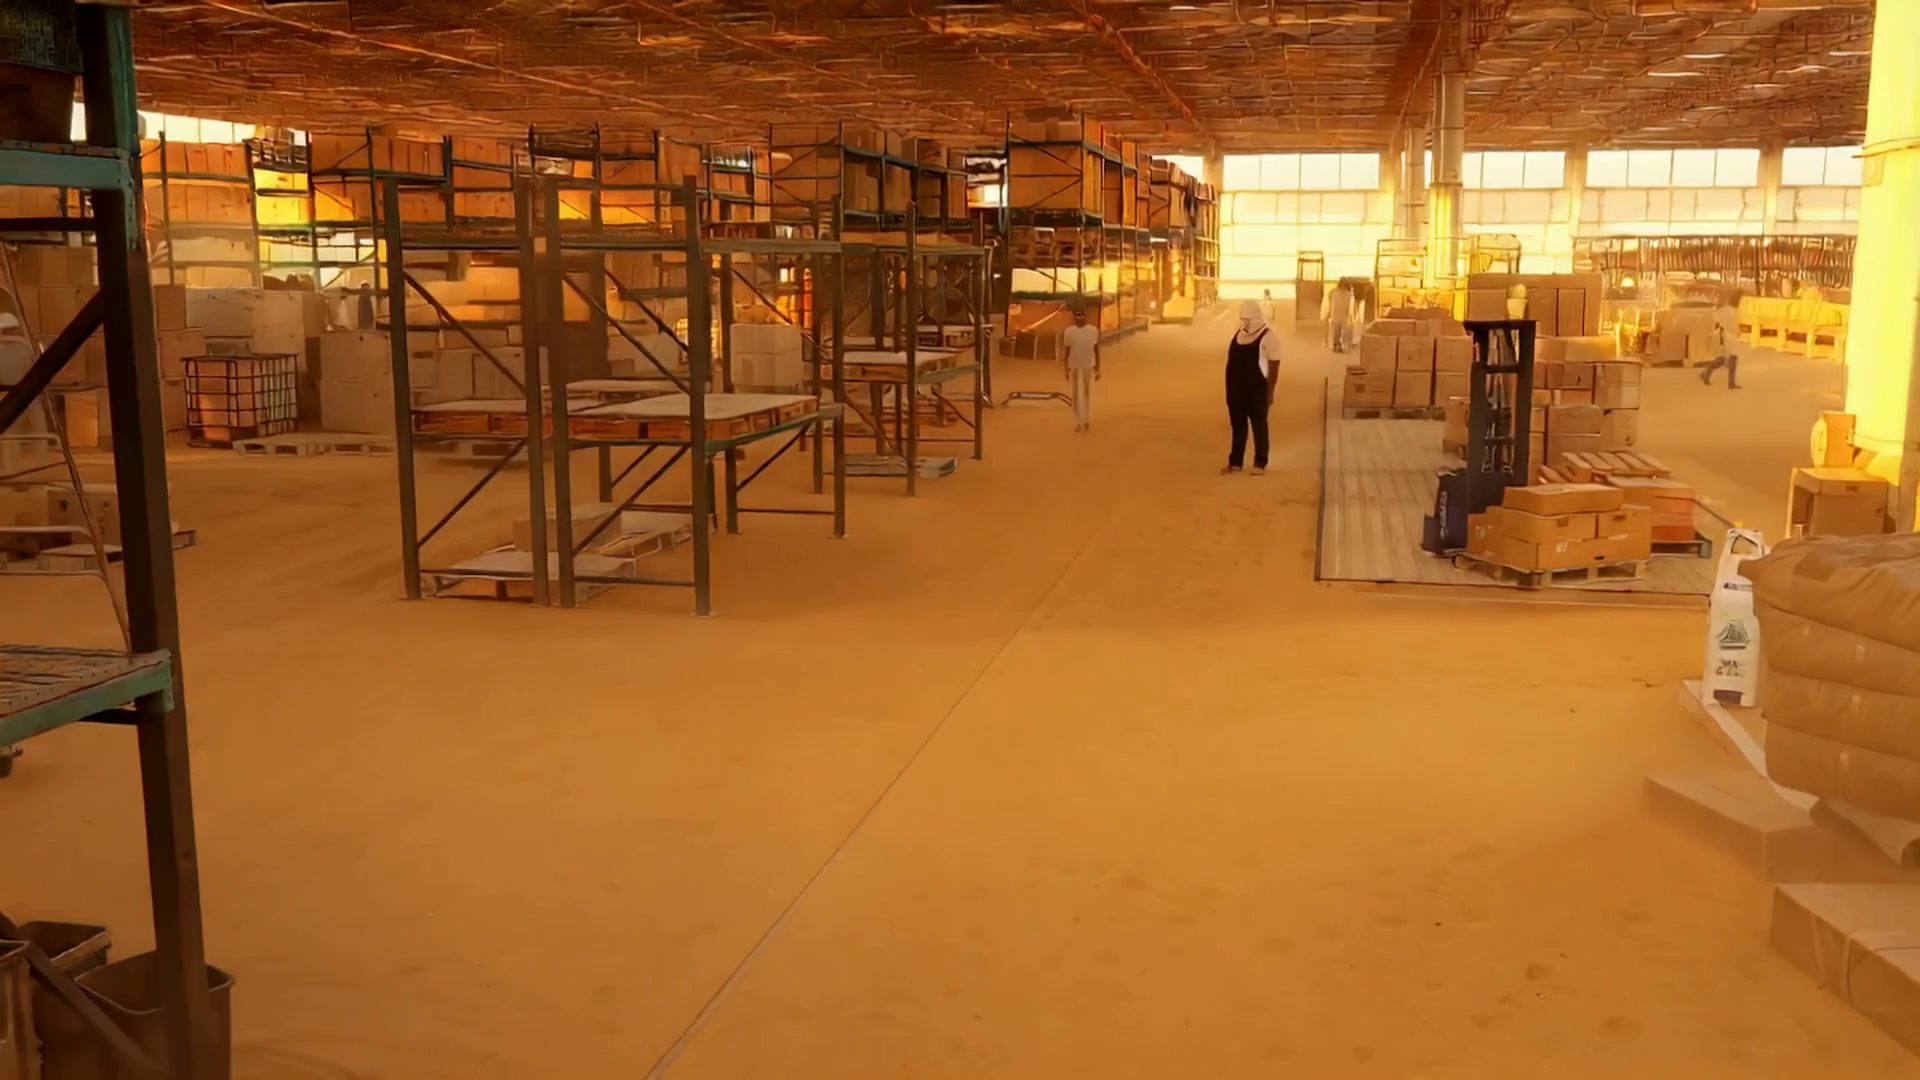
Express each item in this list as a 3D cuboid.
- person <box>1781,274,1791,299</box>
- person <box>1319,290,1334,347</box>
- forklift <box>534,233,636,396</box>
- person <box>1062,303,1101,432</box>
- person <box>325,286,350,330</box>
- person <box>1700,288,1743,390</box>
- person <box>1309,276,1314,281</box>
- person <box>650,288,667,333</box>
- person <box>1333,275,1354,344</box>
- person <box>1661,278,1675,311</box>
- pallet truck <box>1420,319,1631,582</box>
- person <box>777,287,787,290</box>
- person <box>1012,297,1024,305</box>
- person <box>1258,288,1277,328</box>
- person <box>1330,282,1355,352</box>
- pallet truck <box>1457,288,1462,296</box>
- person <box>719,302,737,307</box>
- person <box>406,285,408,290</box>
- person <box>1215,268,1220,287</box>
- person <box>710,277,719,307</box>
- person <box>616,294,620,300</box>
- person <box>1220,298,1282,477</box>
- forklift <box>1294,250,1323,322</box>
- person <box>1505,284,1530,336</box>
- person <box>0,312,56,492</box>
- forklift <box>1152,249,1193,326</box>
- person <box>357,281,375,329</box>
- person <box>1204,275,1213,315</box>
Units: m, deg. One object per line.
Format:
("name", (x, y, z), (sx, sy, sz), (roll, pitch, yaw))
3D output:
("person", (35.804, -10.614, 72.121), (0.572, 1.841, 0.376), (-8, 13, -40))
("person", (10.443, -6.281, 47.129), (0.517, 1.613, 0.473), (1, 10, 8))
("forklift", (-5.245, -2.761, 22.559), (1.129, 2.768, 1.873), (2, 10, 12))
("person", (1.732, -2.461, 23.839), (0.558, 1.846, 0.666), (2, 10, 10))
("person", (-15.324, -5.347, 40.989), (0.639, 1.833, 0.461), (6, 11, 30))
("person", (14.536, -3.819, 31.591), (0.600, 1.941, 0.703), (-7, 12, -34))
("person", (18.274, -12.990, 86.895), (0.513, 1.605, 0.796), (-7, 12, -37))
("person", (-8.287, -6.075, 45.712), (0.552, 1.677, 0.502), (3, 10, 20))
("person", (11.268, -6.774, 48.888), (0.604, 2.017, 0.703), (4, 10, 22))
("person", (24.697, -8.223, 58.054), (0.403, 1.818, 0.601), (6, 11, 33))
("pallet truck", (4.543, -0.757, 13.299), (0.823, 1.965, 1.885), (-4, 10, -22))
("person", (-7.778, -10.741, 72.983), (0.575, 1.799, 0.906), (3, 10, 16))
("person", (2.030, -8.359, 59.004), (0.533, 1.767, 0.326), (9, 13, 42))
("person", (8.696, -6.297, 47.067), (0.536, 1.675, 0.512), (-4, 10, -21))
("person", (10.233, -5.970, 44.534), (0.671, 1.866, 0.913), (2, 10, 9))
("pallet truck", (20.506, -9.785, 68.819), (0.653, 1.274, 1.630), (2, 10, 12))
("person", (-5.923, -5.505, 42.481), (0.523, 1.636, 0.310), (-5, 11, -29))
("person", (-13.348, -5.345, 40.695), (0.549, 1.914, 0.584), (-7, 12, -36))
("person", (14.159, -14.021, 91.915), (0.506, 1.964, 0.652), (4, 10, 23))
("person", (-7.543, -7.060, 50.799), (0.372, 1.941, 0.627), (-6, 11, -33))
("person", (-8.445, -5.240, 40.940), (0.527, 1.627, 0.313), (0, 10, 3))
("person", (3.272, -1.733, 18.950), (0.536, 2.000, 0.688), (-9, 13, -44))
("forklift", (13.778, -10.002, 65.433), (1.129, 2.768, 1.873), (2, 10, 12))
("person", (12.592, -4.819, 37.589), (0.372, 1.916, 0.597), (-7, 12, -36))
("person", (-9.951, -1.443, 17.607), (0.718, 1.911, 0.639), (6, 11, 33))
("forklift", (7.646, -9.320, 61.395), (1.873, 2.768, 1.129), (2, 10, 11))
("person", (-13.268, -4.793, 37.226), (0.392, 1.988, 0.608), (-6, 11, -31))
("person", (11.101, -10.962, 74.425), (0.327, 1.766, 0.528), (-7, 12, -35))
